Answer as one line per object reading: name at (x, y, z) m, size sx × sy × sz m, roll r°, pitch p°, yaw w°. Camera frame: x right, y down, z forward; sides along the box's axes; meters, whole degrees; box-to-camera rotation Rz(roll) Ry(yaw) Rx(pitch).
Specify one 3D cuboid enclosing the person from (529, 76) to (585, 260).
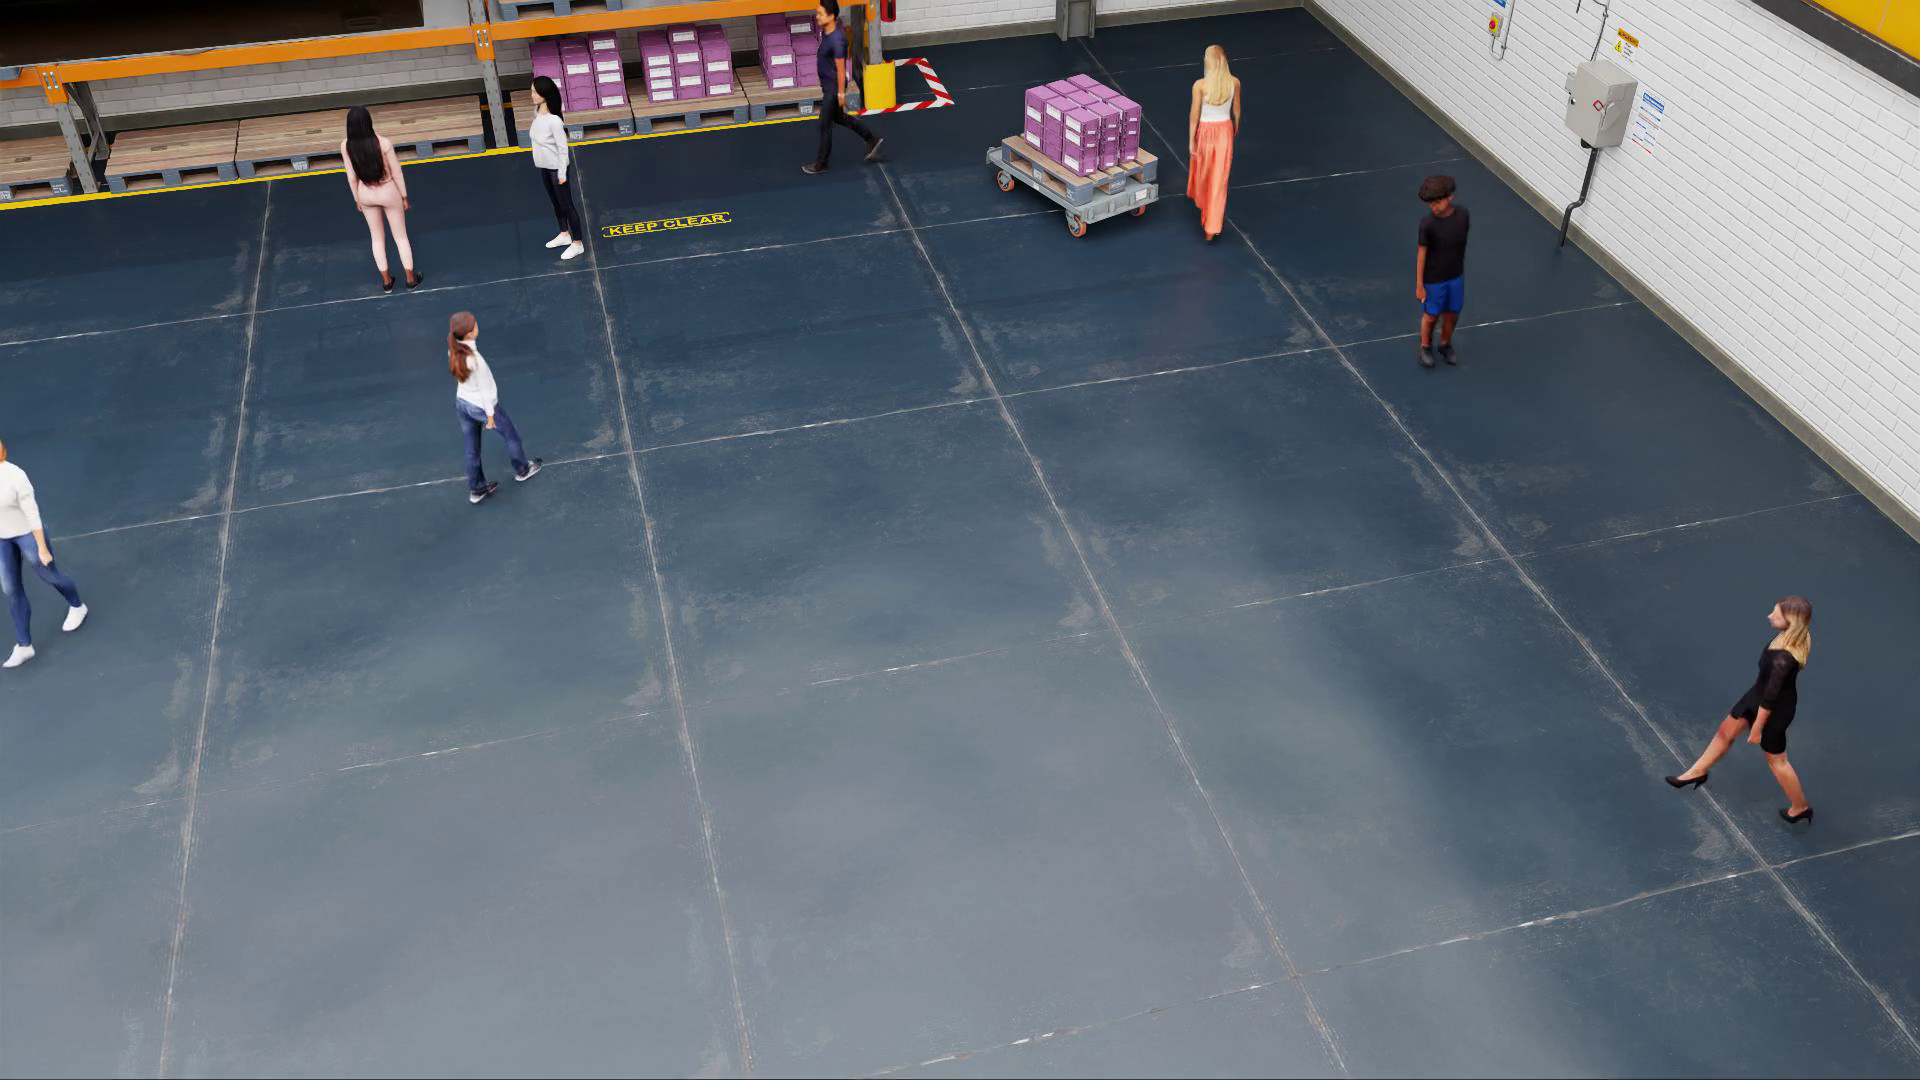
person at (-3.669, -3.389, 15.074) m, size 0.703 × 1.701 × 0.705 m, roll -28°, pitch 46°, yaw -30°

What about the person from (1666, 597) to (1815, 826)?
person at (4.767, 1.024, 9.606) m, size 1.130 × 1.628 × 1.036 m, roll 21°, pitch 43°, yaw 24°

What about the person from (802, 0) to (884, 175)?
person at (-1.173, -4.479, 16.386) m, size 1.061 × 1.768 × 0.635 m, roll -10°, pitch 40°, yaw -13°

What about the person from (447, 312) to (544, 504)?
person at (-3.582, -0.931, 12.126) m, size 0.843 × 1.538 × 0.896 m, roll 18°, pitch 42°, yaw 22°

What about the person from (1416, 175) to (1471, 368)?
person at (3.914, -2.181, 13.527) m, size 0.504 × 1.745 × 0.814 m, roll -17°, pitch 42°, yaw -20°

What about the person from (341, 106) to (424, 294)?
person at (-5.069, -2.977, 14.542) m, size 0.540 × 1.721 × 0.719 m, roll -2°, pitch 39°, yaw -3°

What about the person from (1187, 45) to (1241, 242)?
person at (2.337, -3.608, 15.302) m, size 1.205 × 1.758 × 0.956 m, roll 2°, pitch 39°, yaw 3°

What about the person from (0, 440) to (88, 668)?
person at (-6.113, -0.051, 10.897) m, size 0.983 × 1.697 × 0.911 m, roll 5°, pitch 39°, yaw 6°
